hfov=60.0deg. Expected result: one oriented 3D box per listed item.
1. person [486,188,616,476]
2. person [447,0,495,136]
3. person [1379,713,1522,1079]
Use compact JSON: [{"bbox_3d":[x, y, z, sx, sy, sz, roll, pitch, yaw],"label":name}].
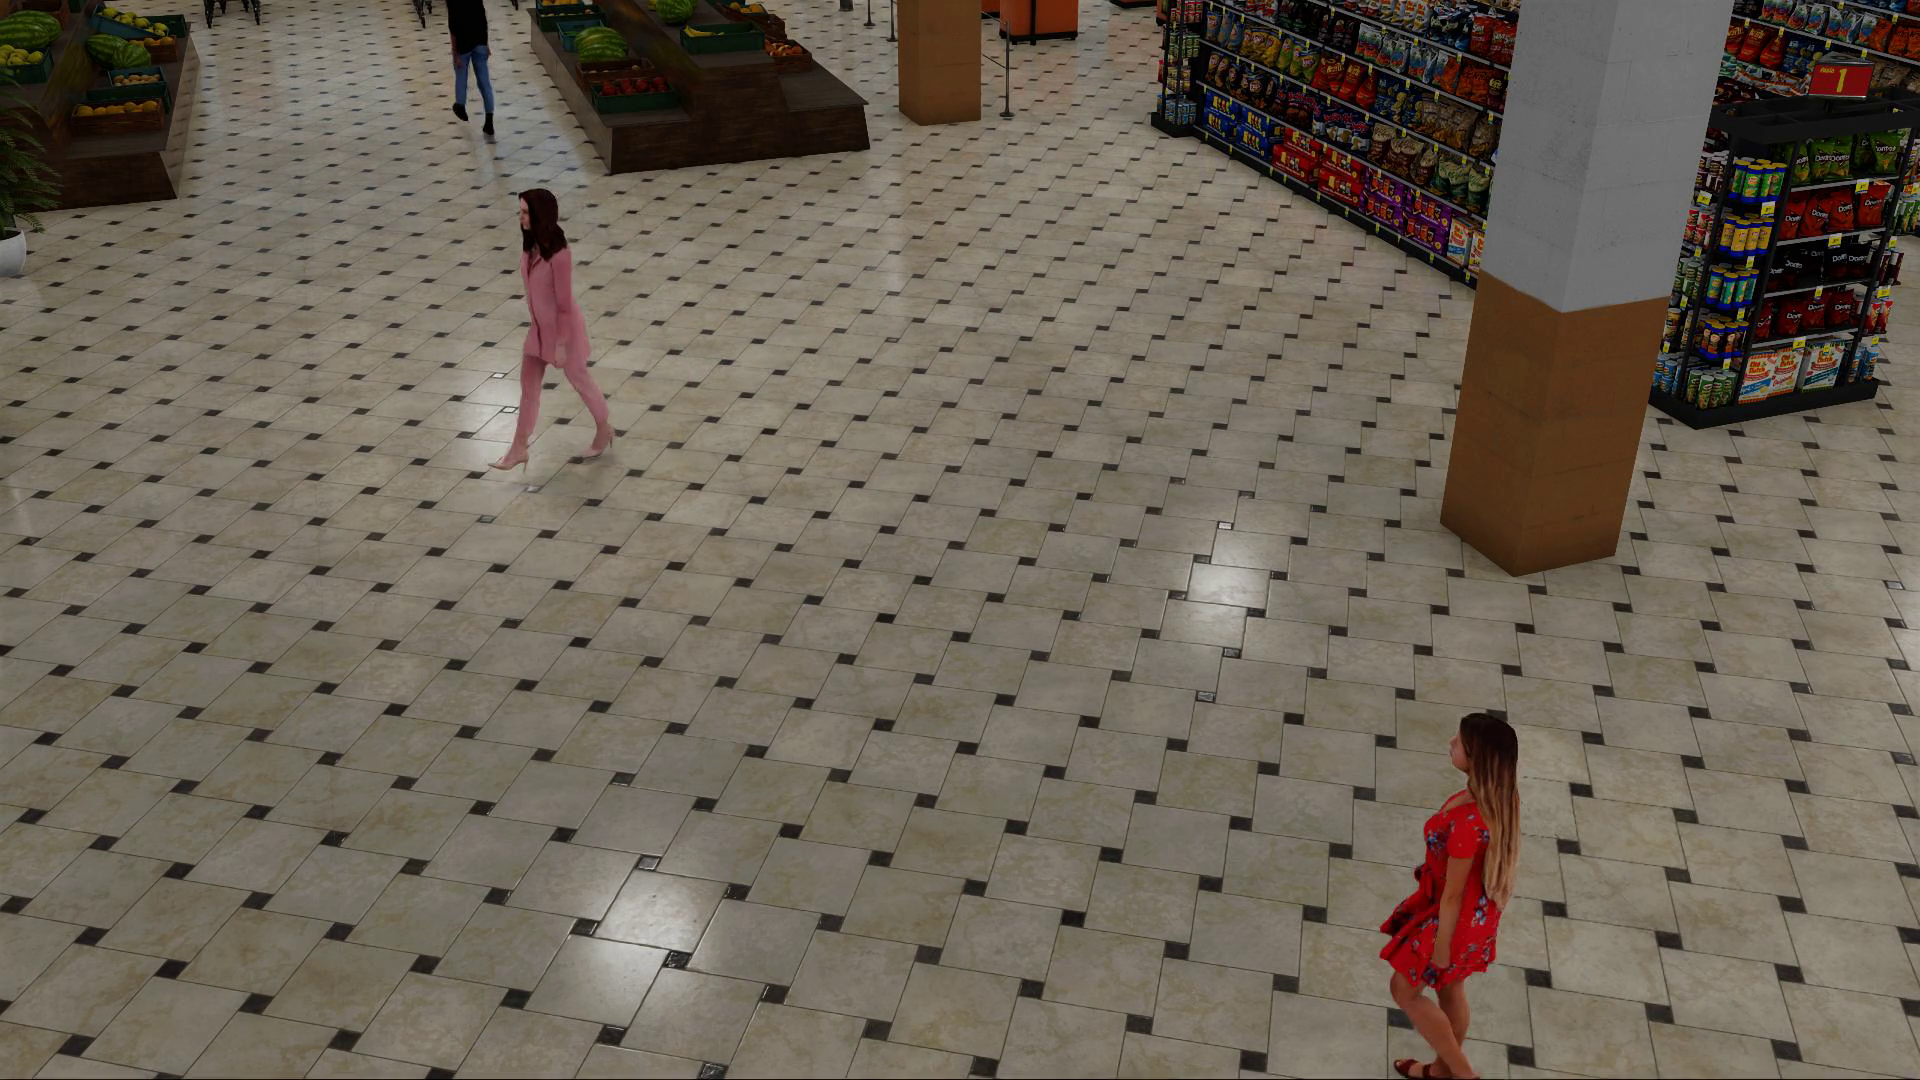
[{"bbox_3d":[-2.349,-1.251,10.046,1.000,1.761,1.130,-25,37,-37],"label":"person"},{"bbox_3d":[-4.938,-4.943,16.911,0.711,1.665,1.164,-15,32,-26],"label":"person"},{"bbox_3d":[1.739,1.298,5.563,0.809,1.585,0.737,22,36,35],"label":"person"}]
